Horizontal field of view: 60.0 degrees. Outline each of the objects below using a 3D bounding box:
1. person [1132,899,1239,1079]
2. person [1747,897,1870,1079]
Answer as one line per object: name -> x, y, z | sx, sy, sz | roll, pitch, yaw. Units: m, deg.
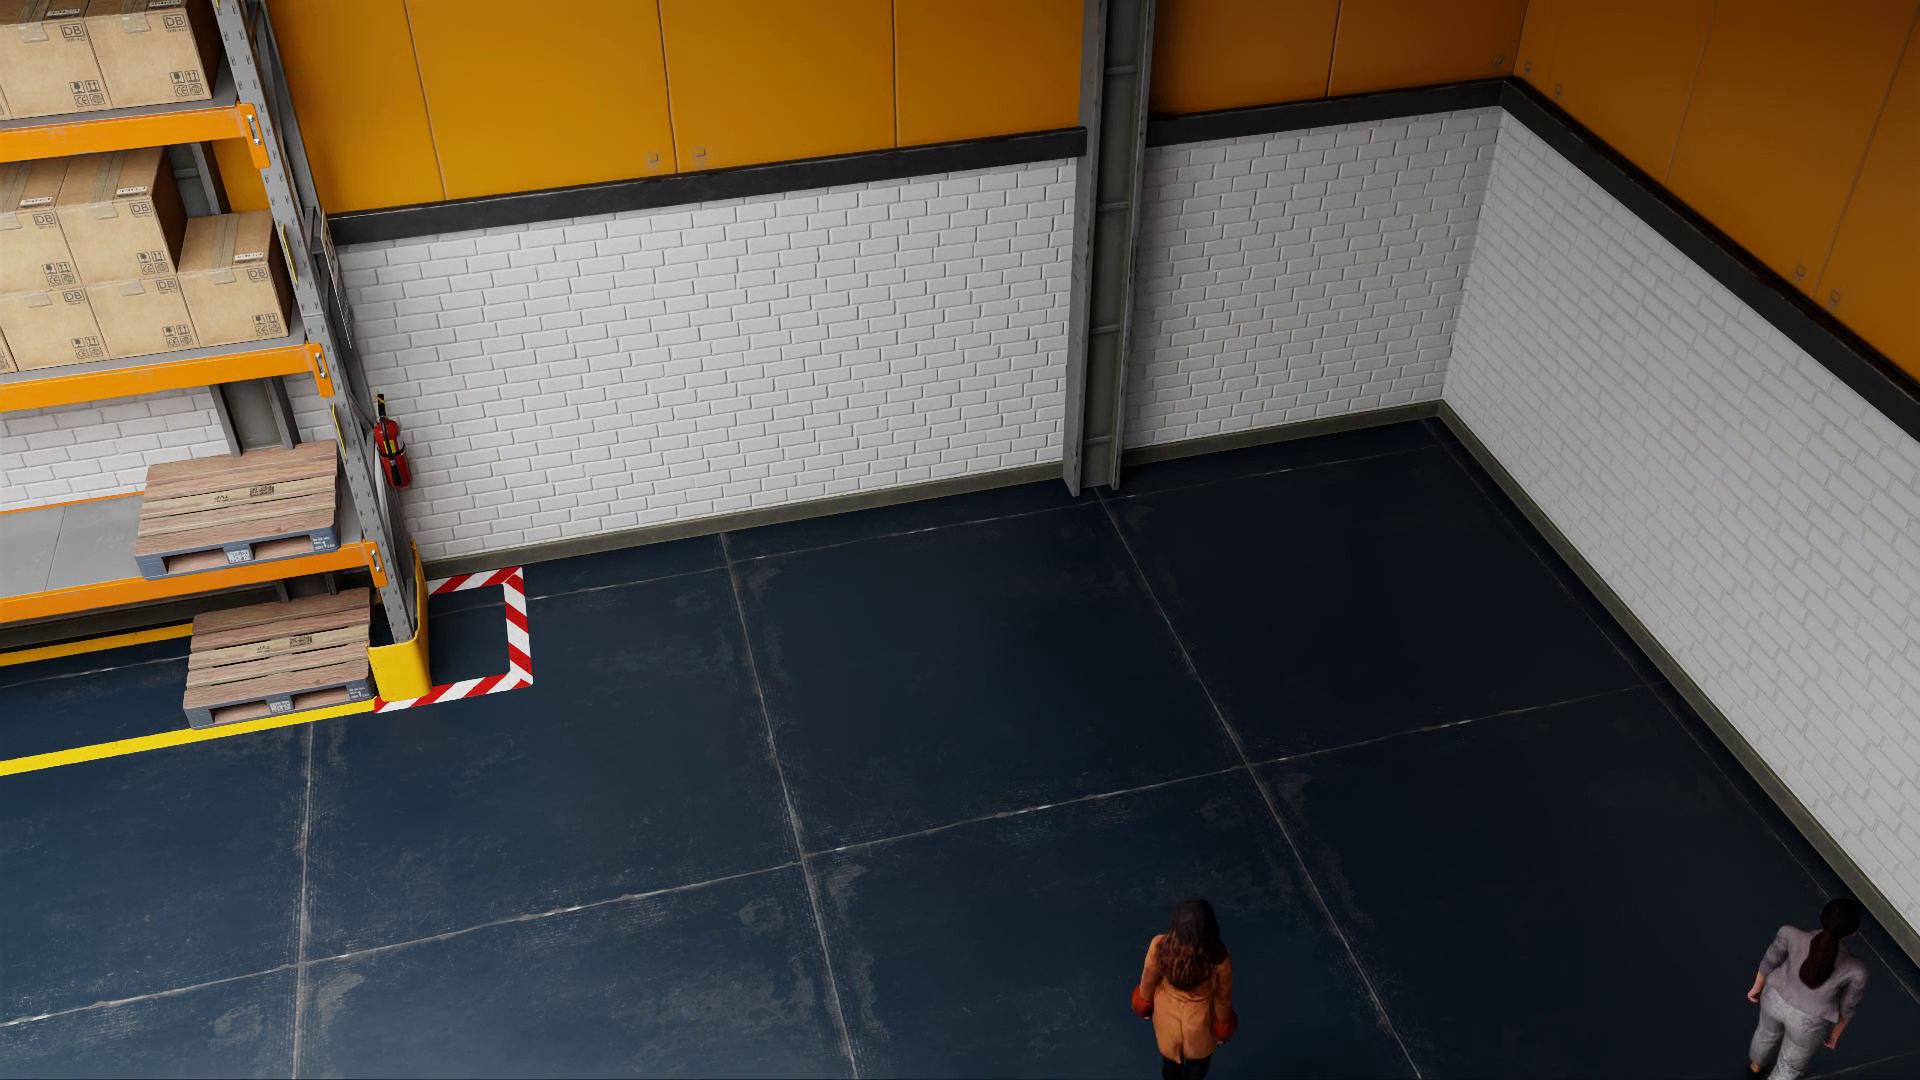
person -> 1.127, 2.474, 8.410 | 0.904, 1.710, 0.961 | 12, 40, 14
person -> 4.230, 2.451, 8.480 | 0.927, 1.658, 1.093 | 31, 48, 33
